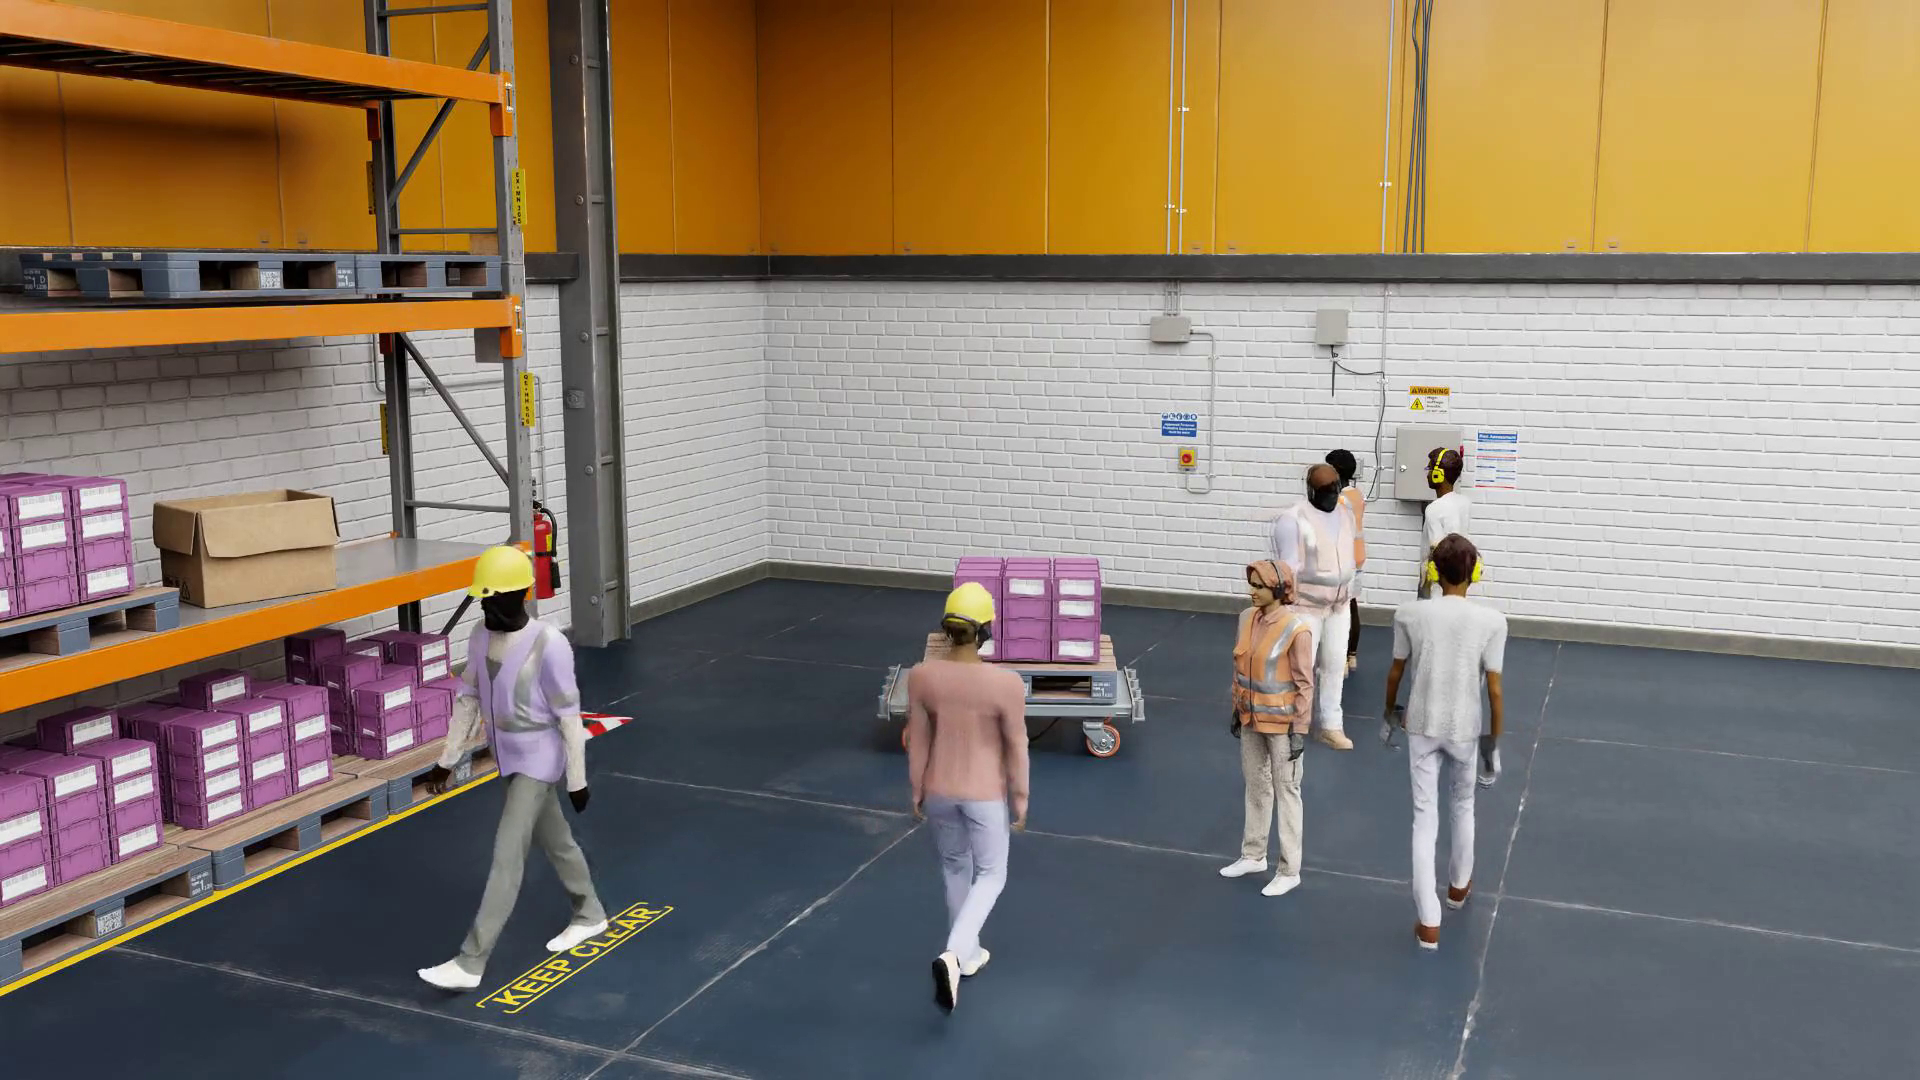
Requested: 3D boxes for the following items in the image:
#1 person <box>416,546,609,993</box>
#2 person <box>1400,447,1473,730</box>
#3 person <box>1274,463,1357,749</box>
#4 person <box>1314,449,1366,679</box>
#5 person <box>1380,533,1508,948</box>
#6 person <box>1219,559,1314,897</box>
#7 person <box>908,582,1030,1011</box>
[{"bbox_3d":[-1.906,0.945,7.076,0.604,1.867,1.015,9,13,43],"label":"person"},{"bbox_3d":[3.105,0.331,10.797,0.328,1.872,0.513,8,12,40],"label":"person"},{"bbox_3d":[2.227,0.394,10.581,0.632,1.817,0.696,-5,11,-27],"label":"person"},{"bbox_3d":[2.816,0.173,12.277,0.321,1.696,0.530,6,11,30],"label":"person"},{"bbox_3d":[2.206,0.872,7.644,0.541,1.822,0.912,3,10,17],"label":"person"},{"bbox_3d":[1.499,0.898,8.059,0.310,1.638,0.523,-5,11,-29],"label":"person"},{"bbox_3d":[0.010,1.043,6.846,0.534,1.743,0.693,4,10,22],"label":"person"}]
